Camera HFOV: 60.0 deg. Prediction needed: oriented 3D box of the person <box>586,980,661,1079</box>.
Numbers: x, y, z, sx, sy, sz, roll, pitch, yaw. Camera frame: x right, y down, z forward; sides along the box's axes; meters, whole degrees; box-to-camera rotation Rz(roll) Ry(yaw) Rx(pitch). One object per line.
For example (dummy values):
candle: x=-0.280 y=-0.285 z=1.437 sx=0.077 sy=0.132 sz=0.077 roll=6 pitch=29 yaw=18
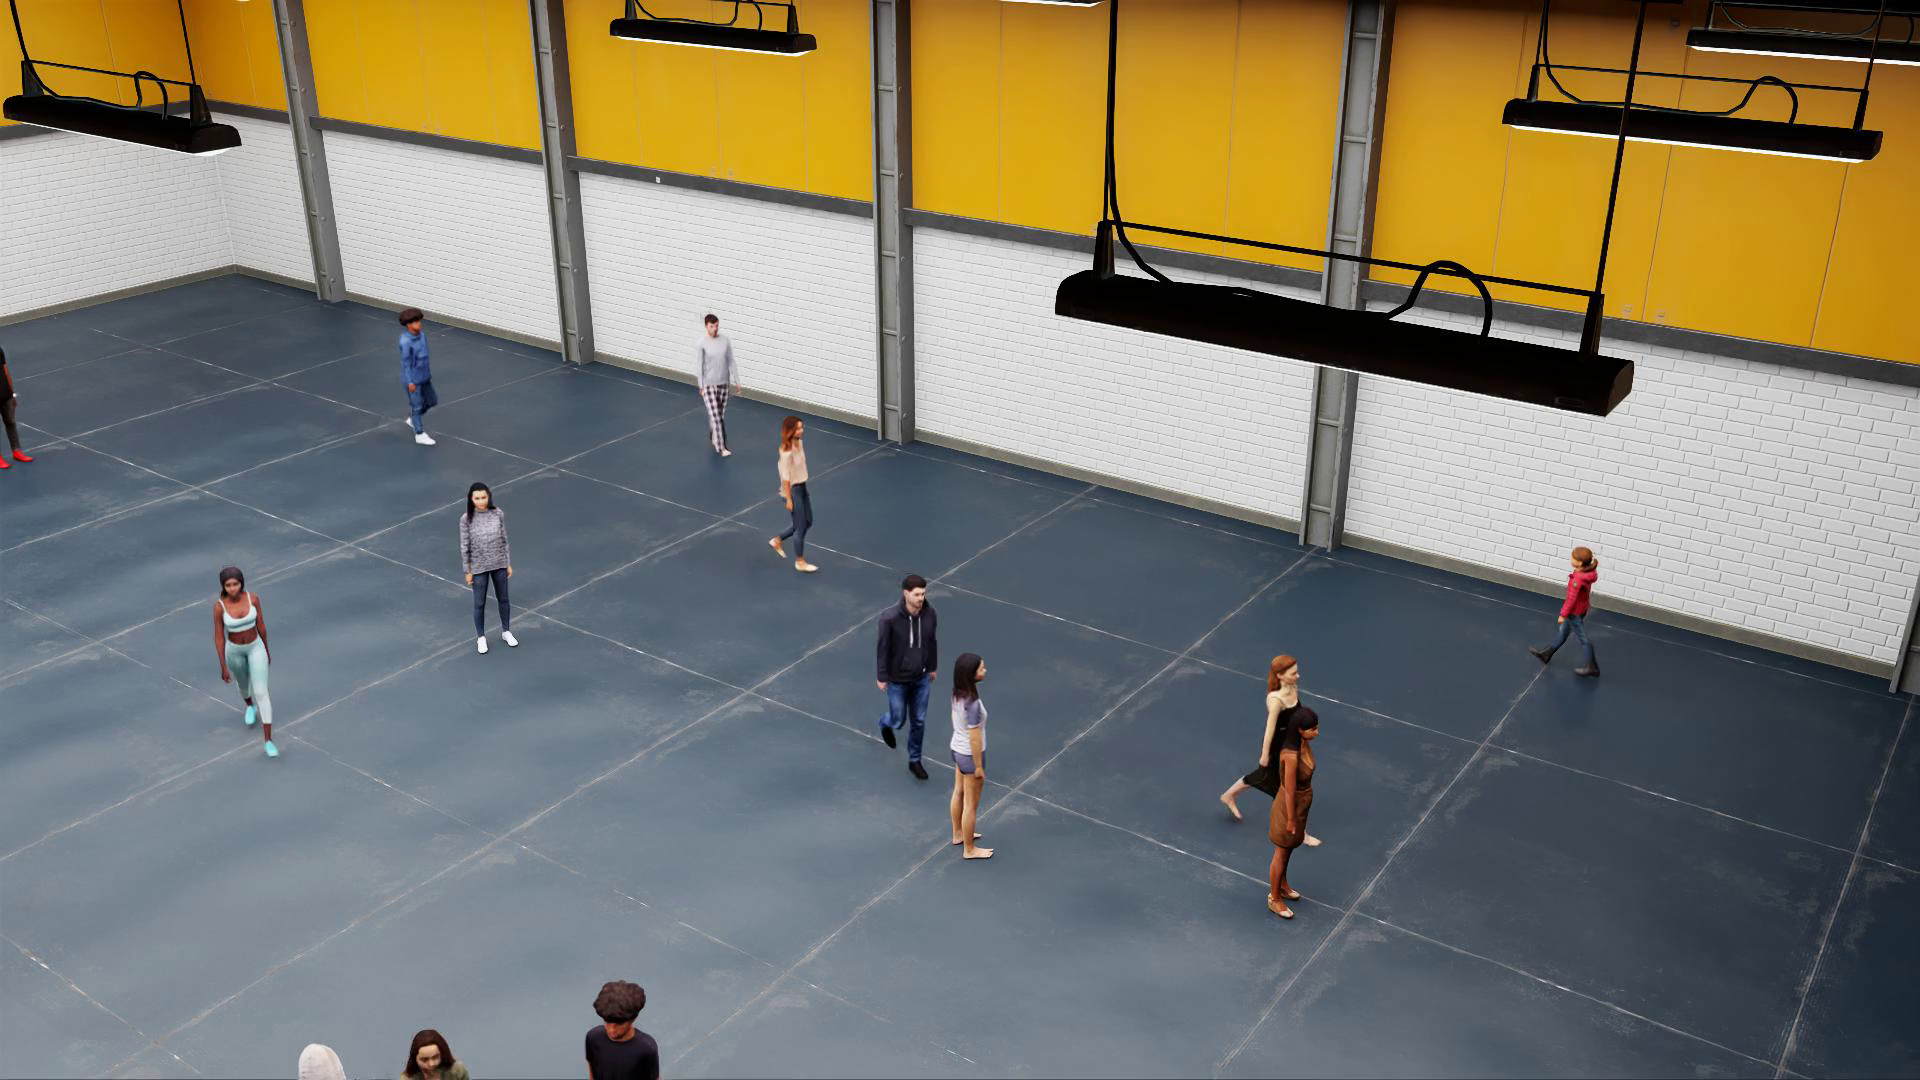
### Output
person: x=-1.852 y=3.183 z=9.395 sx=0.803 sy=1.785 sz=0.848 roll=6 pitch=24 yaw=13

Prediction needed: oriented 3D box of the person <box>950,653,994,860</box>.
person: x=0.067 y=1.657 z=12.949 sx=0.722 sy=1.733 sz=0.632 roll=-8 pitch=25 yaw=-17

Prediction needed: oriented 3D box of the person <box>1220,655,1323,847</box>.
person: x=2.444 y=1.629 z=13.207 sx=1.128 sy=1.578 sz=0.645 roll=12 pitch=26 yaw=26

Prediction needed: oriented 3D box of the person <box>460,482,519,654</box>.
person: x=-4.589 y=0.242 z=16.190 sx=0.692 sy=1.731 sz=0.670 roll=-13 pitch=27 yaw=-27

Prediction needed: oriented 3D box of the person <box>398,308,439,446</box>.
person: x=-7.105 y=-2.120 z=21.510 sx=0.825 sy=1.797 sz=0.775 roll=8 pitch=25 yaw=18

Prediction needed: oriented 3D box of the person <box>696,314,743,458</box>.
person: x=-3.145 y=-2.013 z=21.241 sx=0.910 sy=1.817 sz=1.158 roll=-15 pitch=28 yaw=-31

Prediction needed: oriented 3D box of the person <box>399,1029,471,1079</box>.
person: x=-2.945 y=3.344 z=9.432 sx=0.832 sy=1.460 sz=0.950 roll=-10 pitch=26 yaw=-22

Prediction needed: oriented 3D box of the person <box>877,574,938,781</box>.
person: x=-0.480 y=1.107 z=14.031 sx=0.943 sy=1.876 sz=1.075 roll=-9 pitch=25 yaw=-20

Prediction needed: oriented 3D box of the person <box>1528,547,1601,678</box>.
person: x=5.892 y=0.703 z=15.696 sx=0.921 sy=1.283 sz=0.562 roll=13 pitch=27 yaw=28

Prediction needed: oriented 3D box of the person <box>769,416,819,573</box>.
person: x=-1.839 y=-0.504 z=17.838 sx=0.881 sy=1.777 sz=0.723 roll=9 pitch=25 yaw=19

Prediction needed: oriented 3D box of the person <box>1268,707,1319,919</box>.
person: x=2.443 y=1.984 z=12.263 sx=0.568 sy=1.684 sz=0.605 roll=10 pitch=26 yaw=22

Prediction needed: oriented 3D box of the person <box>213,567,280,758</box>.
person: x=-6.256 y=0.994 z=14.540 sx=0.951 sy=1.674 sz=1.245 roll=-11 pitch=26 yaw=-24

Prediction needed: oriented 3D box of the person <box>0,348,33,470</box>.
person: x=-12.058 y=-1.802 z=20.775 sx=0.542 sy=1.803 sz=0.644 roll=14 pitch=27 yaw=29
